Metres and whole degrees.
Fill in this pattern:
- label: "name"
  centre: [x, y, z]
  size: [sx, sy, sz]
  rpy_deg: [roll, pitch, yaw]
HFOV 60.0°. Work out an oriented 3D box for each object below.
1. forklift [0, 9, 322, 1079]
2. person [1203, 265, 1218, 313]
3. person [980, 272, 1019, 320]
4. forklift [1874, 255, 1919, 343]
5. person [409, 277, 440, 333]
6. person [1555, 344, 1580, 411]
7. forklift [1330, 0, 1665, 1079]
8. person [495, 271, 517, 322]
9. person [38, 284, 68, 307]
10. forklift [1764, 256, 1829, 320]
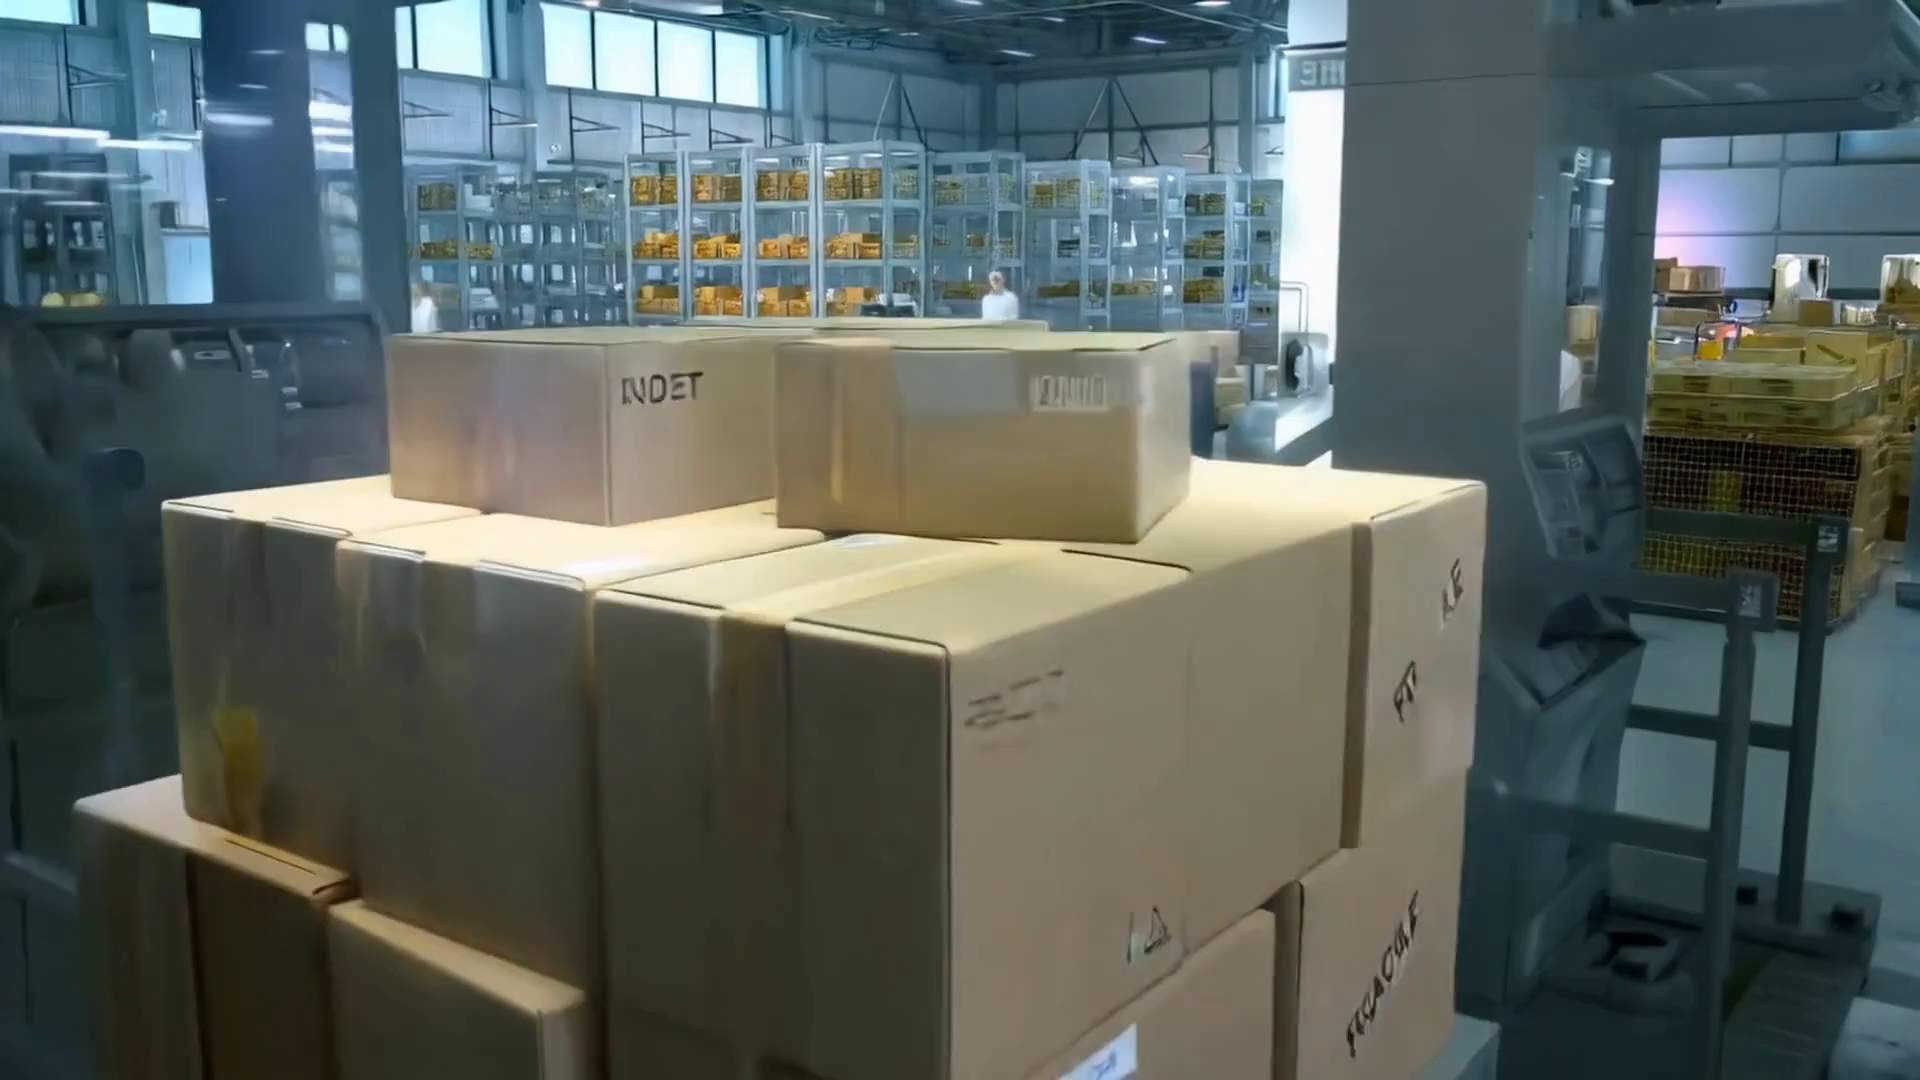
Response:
- label: "forklift"
  centre: [-1.997, -0.082, 4.030]
  size: [1.873, 2.768, 1.129]
  rpy_deg: [7, 12, 35]
- label: "person"
  centre: [7.351, -7.105, 48.536]
  size: [0.608, 1.986, 0.400]
  rpy_deg: [8, 13, 41]
- label: "person"
  centre: [0.551, -2.836, 23.435]
  size: [0.635, 1.870, 0.960]
  rpy_deg: [6, 11, 31]
- label: "forklift"
  centre: [22.089, -5.634, 38.796]
  size: [1.157, 1.987, 2.680]
  rpy_deg: [6, 11, 33]
- label: "person"
  centre: [-7.311, -2.615, 22.318]
  size: [0.567, 1.795, 0.964]
  rpy_deg: [3, 10, 19]
- label: "person"
  centre: [3.172, -0.487, 9.386]
  size: [0.639, 1.901, 0.960]
  rpy_deg: [-1, 10, -3]
- label: "forklift"
  centre: [1.249, -0.137, 4.360]
  size: [1.873, 2.768, 1.129]
  rpy_deg: [7, 12, 35]
- label: "person"
  centre: [-9.989, -5.022, 36.655]
  size: [0.599, 1.808, 0.812]
  rpy_deg: [4, 10, 23]
- label: "person"
  centre: [-10.519, -2.105, 19.425]
  size: [0.329, 1.751, 0.571]
  rpy_deg: [-7, 12, -37]
- label: "forklift"
  centre: [20.253, -5.854, 40.139]
  size: [1.157, 1.987, 2.680]
  rpy_deg: [7, 12, 35]
